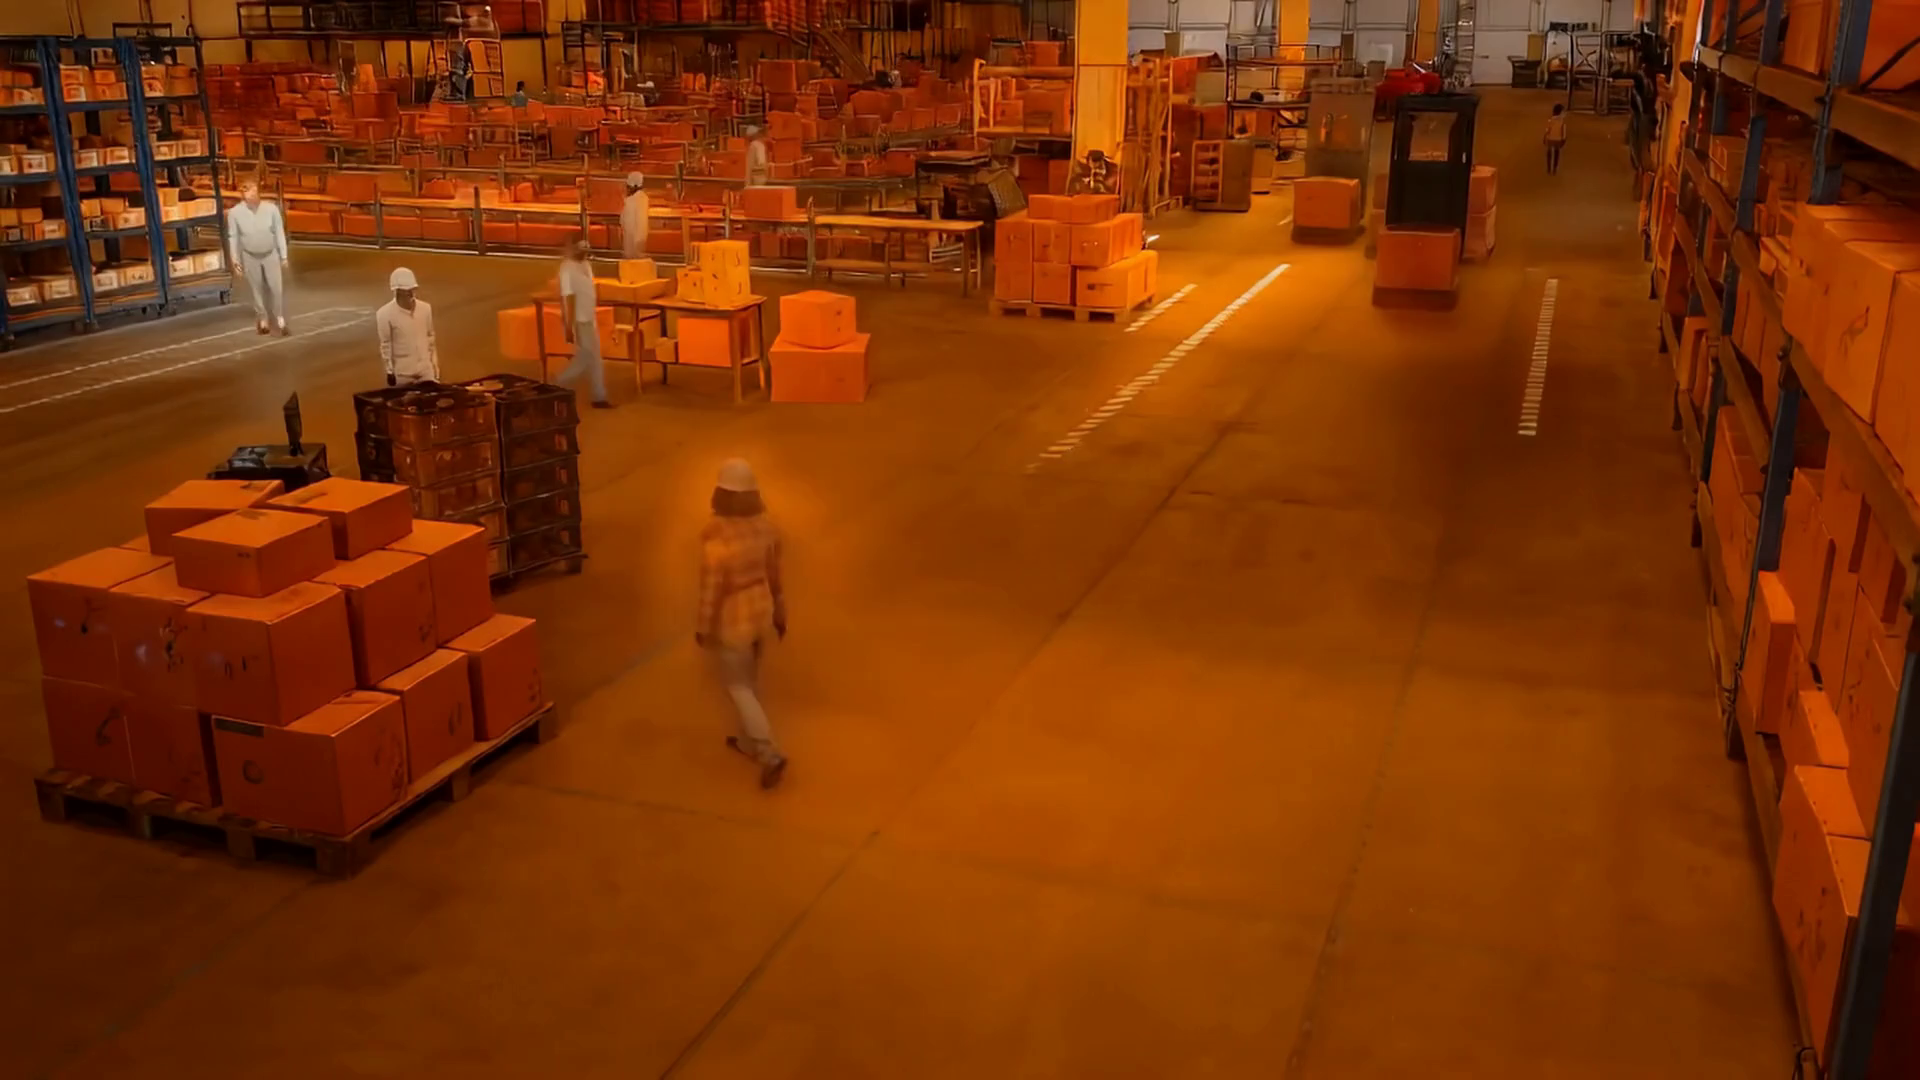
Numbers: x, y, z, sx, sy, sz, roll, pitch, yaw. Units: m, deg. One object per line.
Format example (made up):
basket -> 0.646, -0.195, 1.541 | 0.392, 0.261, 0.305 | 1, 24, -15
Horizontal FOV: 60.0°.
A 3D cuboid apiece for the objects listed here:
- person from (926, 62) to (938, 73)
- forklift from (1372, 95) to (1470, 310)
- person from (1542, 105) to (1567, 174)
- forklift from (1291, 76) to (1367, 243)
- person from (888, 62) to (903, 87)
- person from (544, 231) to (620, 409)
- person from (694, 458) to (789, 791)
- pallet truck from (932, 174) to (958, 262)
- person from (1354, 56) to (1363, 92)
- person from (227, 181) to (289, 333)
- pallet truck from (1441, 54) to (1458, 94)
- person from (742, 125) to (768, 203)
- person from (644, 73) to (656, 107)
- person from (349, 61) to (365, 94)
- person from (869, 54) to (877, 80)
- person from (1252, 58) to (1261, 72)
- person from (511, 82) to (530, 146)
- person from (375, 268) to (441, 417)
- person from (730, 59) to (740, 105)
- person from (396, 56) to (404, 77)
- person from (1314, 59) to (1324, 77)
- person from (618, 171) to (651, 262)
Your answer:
person -> -1.205, -18.990, 69.424 | 0.654, 1.909, 0.814 | -16, 24, -41
forklift -> 6.409, -4.689, 22.890 | 1.129, 2.768, 1.873 | 6, 19, 19
person -> 14.825, -10.007, 41.519 | 0.554, 1.682, 0.568 | 7, 19, 20
forklift -> 6.598, -6.755, 29.381 | 1.129, 2.768, 1.873 | 6, 19, 19
person -> -2.672, -17.969, 65.979 | 1.009, 2.000, 0.695 | 15, 23, 38
person -> -3.863, -2.209, 16.809 | 0.641, 1.829, 0.575 | 4, 18, 12
person -> -1.087, 0.432, 8.688 | 0.488, 1.715, 0.753 | -15, 23, -38
pallet truck -> -0.507, -5.292, 27.348 | 0.653, 1.274, 1.630 | 6, 19, 19
person -> 18.737, -21.823, 78.369 | 0.533, 1.868, 0.310 | -10, 20, -28
person -> -8.790, -3.526, 20.849 | 0.685, 1.879, 0.773 | -7, 19, -22
pallet truck -> 22.765, -21.886, 78.355 | 0.823, 1.965, 1.885 | -4, 18, -14
person -> -3.806, -6.653, 30.621 | 0.617, 1.914, 0.640 | 8, 19, 25
person -> -11.496, -16.362, 61.447 | 0.903, 1.717, 0.535 | 12, 21, 32
person -> -25.668, -19.442, 70.863 | 0.575, 1.882, 0.361 | -4, 18, -13
person -> -3.876, -20.935, 75.324 | 0.453, 2.036, 0.632 | 4, 18, 13
person -> 15.403, -24.498, 86.867 | 0.811, 1.816, 0.636 | 14, 23, 38
person -> -13.205, -12.803, 50.037 | 0.517, 1.864, 0.334 | -2, 18, -6
person -> -4.905, -1.562, 14.892 | 0.330, 1.751, 0.564 | 13, 22, 35
person -> -9.755, -19.834, 72.024 | 0.400, 1.923, 0.577 | 2, 18, 6
person -> -25.592, -21.143, 76.137 | 0.381, 1.924, 0.593 | -7, 19, -20
person -> 18.502, -24.207, 85.757 | 0.386, 1.941, 0.710 | -11, 21, -32
person -> -4.567, -4.286, 23.401 | 0.480, 1.793, 0.625 | -14, 23, -38
